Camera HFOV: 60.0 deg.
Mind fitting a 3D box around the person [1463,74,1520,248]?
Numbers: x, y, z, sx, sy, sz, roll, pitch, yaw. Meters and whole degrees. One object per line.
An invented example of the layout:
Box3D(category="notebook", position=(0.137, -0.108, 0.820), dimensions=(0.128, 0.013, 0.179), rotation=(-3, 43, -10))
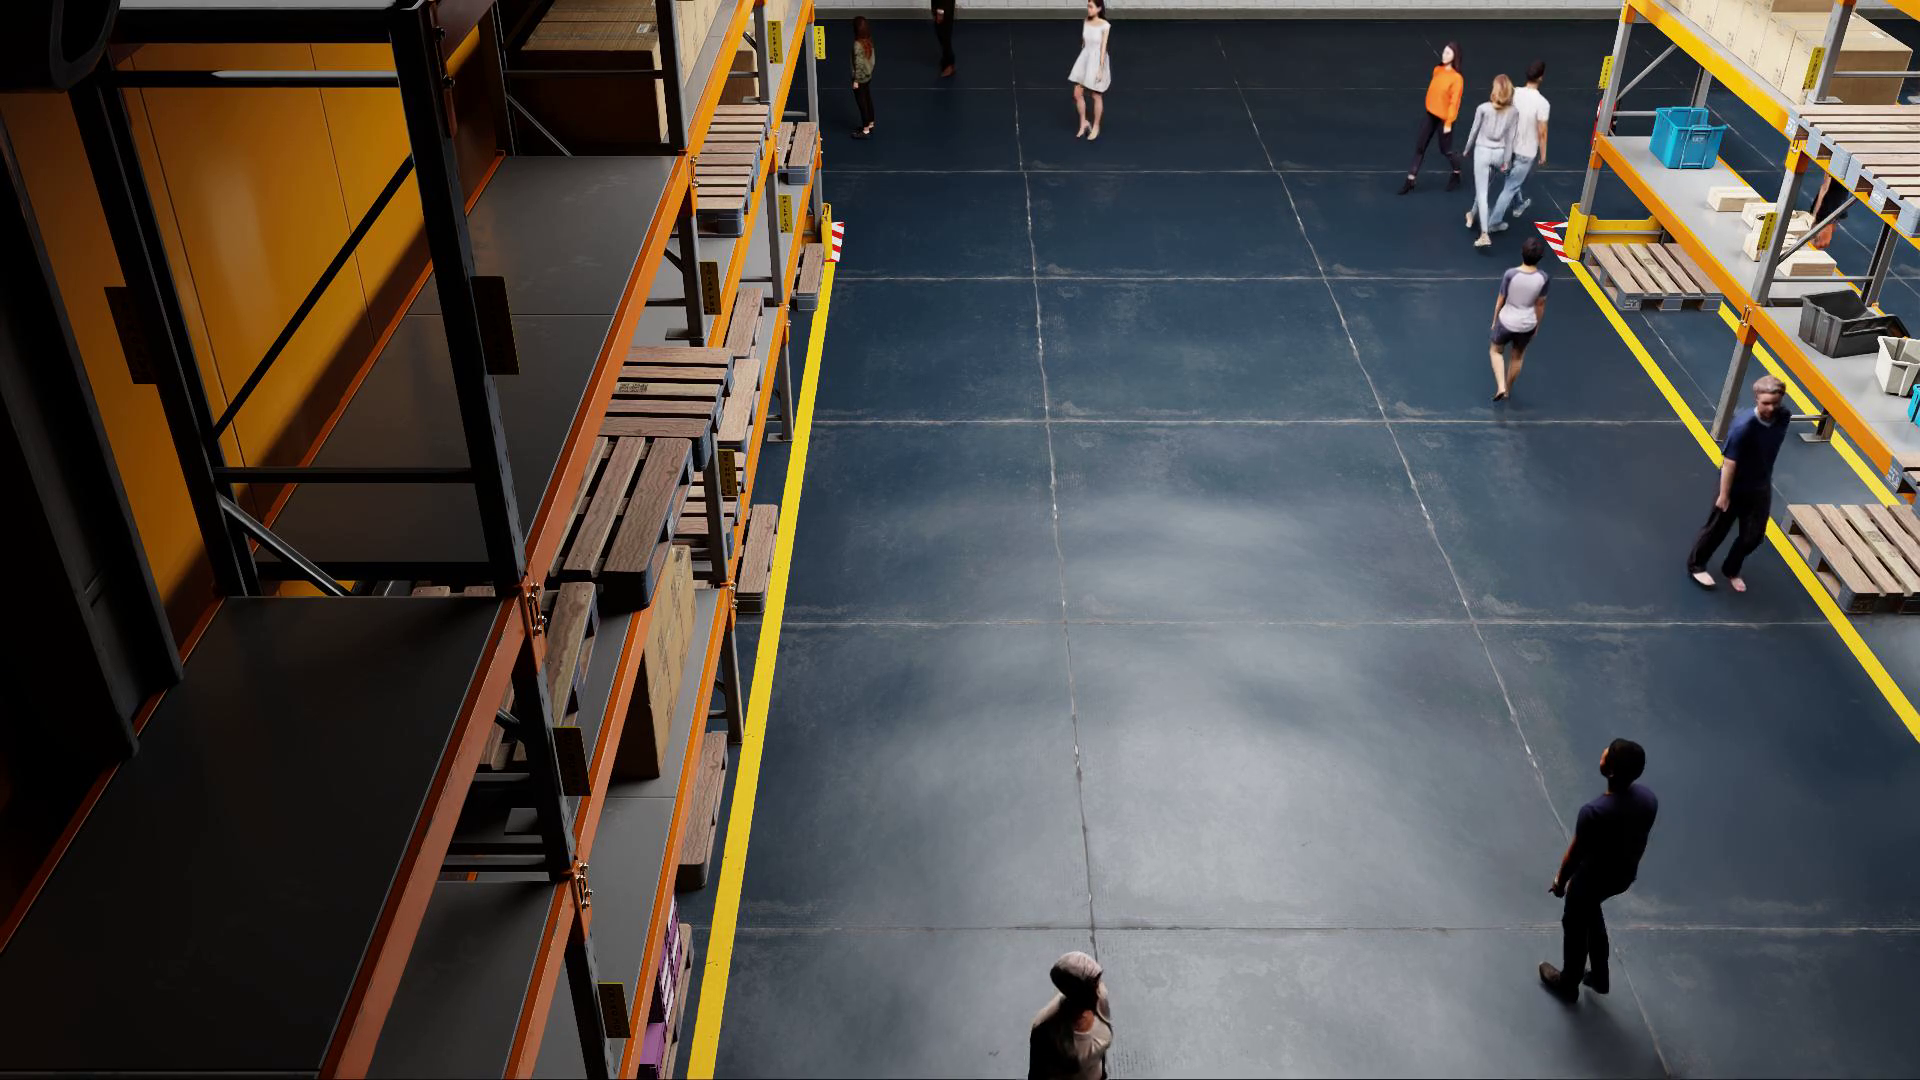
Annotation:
Box3D(category="person", position=(5.574, -3.944, 17.490), dimensions=(0.678, 1.748, 1.212), rotation=(2, 34, 3))

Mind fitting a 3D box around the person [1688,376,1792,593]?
Box3D(category="person", position=(5.677, -0.428, 12.124), dimensions=(0.758, 1.831, 0.809), rotation=(-14, 36, -19))

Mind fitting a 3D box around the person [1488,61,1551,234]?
Box3D(category="person", position=(5.895, -4.131, 17.703), dimensions=(1.132, 1.823, 1.140), rotation=(-23, 40, -30))

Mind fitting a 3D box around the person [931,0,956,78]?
Box3D(category="person", position=(-0.204, -7.210, 22.286), dimensions=(0.973, 1.877, 0.626), rotation=(1, 34, 2))

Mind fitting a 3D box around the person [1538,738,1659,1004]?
Box3D(category="person", position=(3.441, 1.822, 8.786), dimensions=(0.781, 1.779, 0.805), rotation=(-14, 36, -20))

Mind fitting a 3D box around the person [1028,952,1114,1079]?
Box3D(category="person", position=(0.431, 2.510, 7.782), dimensions=(0.965, 1.744, 0.908), rotation=(28, 42, 35))

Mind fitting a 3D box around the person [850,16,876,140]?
Box3D(category="person", position=(-1.194, -5.653, 20.306), dimensions=(0.696, 1.475, 0.540), rotation=(10, 35, 15))

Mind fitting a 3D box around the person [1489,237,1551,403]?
Box3D(category="person", position=(4.883, -1.891, 14.579), dimensions=(0.627, 1.550, 0.798), rotation=(5, 34, 7))

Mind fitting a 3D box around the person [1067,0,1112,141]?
Box3D(category="person", position=(1.683, -5.711, 20.138), dimensions=(0.840, 1.759, 0.903), rotation=(27, 42, 34))

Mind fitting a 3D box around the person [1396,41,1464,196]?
Box3D(category="person", position=(5.475, -4.730, 18.687), dimensions=(0.960, 1.732, 1.059), rotation=(-15, 36, -21))
